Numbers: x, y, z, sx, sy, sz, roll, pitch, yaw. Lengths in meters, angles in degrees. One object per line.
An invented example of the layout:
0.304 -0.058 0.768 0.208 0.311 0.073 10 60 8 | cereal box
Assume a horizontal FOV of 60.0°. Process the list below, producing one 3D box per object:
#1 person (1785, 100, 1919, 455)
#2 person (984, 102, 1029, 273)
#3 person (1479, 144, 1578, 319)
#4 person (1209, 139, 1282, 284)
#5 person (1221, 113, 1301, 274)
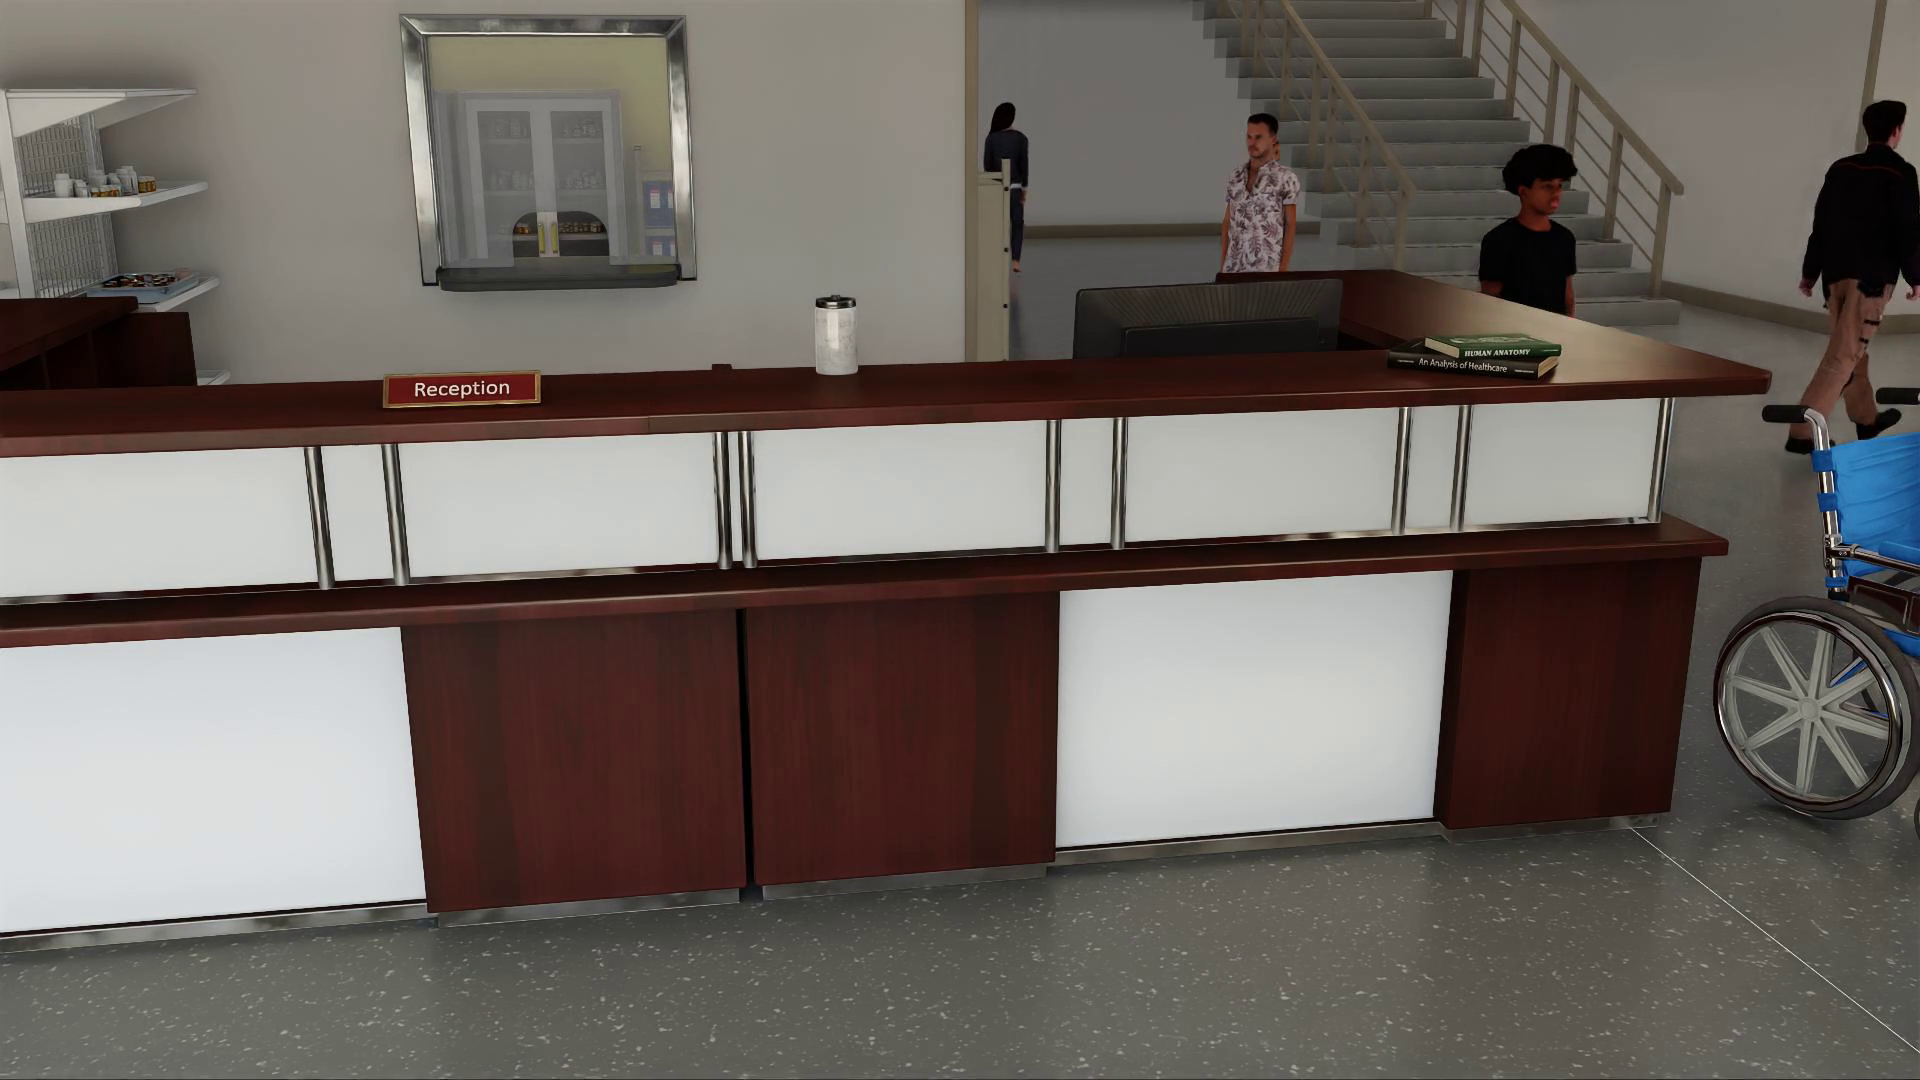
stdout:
4.777 -1.351 8.962 1.032 1.867 1.267 -8 17 -25 | person
0.465 -3.575 17.050 0.666 1.760 0.660 0 16 1 | person
2.407 -0.820 7.258 0.718 1.770 0.747 -8 18 -27 | person
2.463 -2.604 14.004 0.948 1.543 0.845 13 20 38 | person
1.875 -1.768 10.536 0.723 1.817 0.808 13 20 39 | person
